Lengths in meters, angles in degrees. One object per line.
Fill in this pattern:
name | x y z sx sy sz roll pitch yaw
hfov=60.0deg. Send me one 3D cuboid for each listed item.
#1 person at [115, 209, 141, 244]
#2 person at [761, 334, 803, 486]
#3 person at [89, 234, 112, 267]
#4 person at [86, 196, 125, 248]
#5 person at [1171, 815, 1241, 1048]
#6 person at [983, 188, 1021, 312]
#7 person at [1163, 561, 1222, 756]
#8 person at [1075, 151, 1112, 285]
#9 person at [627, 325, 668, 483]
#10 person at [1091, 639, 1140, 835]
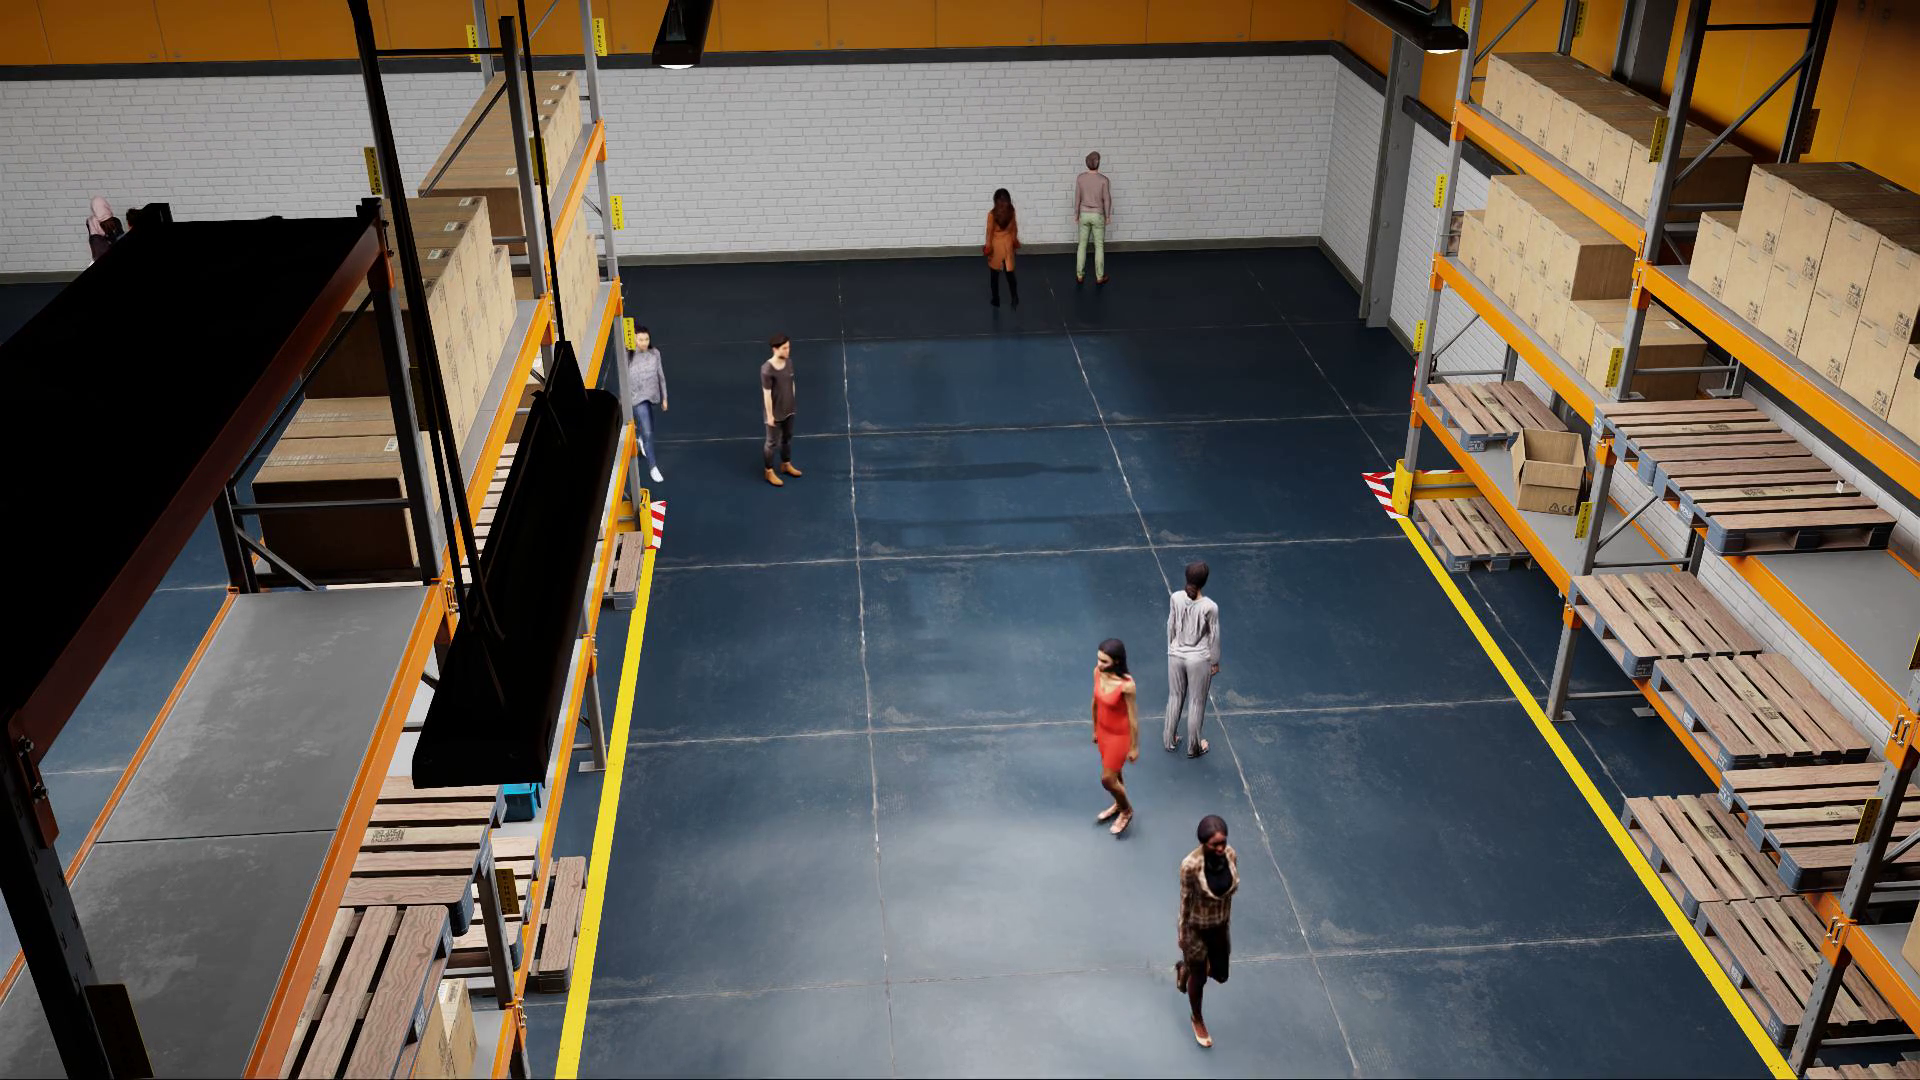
person | -10.520 -3.391 21.501 0.909 1.744 0.853 14 31 24
person | -1.965 -1.437 17.955 0.745 1.708 0.682 22 35 34
person | -10.612 -3.018 20.880 0.736 1.684 0.603 10 30 17
person | -11.465 -3.865 22.480 0.609 1.638 0.596 -2 29 -4
person | 1.529 2.470 10.716 0.710 1.782 0.839 -12 31 -21
person | 0.601 -3.876 22.435 0.835 1.701 1.078 -9 30 -17
person | 1.865 0.963 13.485 0.689 1.776 0.726 17 33 29
person | 1.865 -4.552 23.488 0.750 1.880 0.729 8 30 14
person | -3.462 -1.562 18.203 0.963 1.690 1.250 -16 32 -26
person | 1.210 1.470 12.637 0.795 1.698 0.725 -22 35 -34
